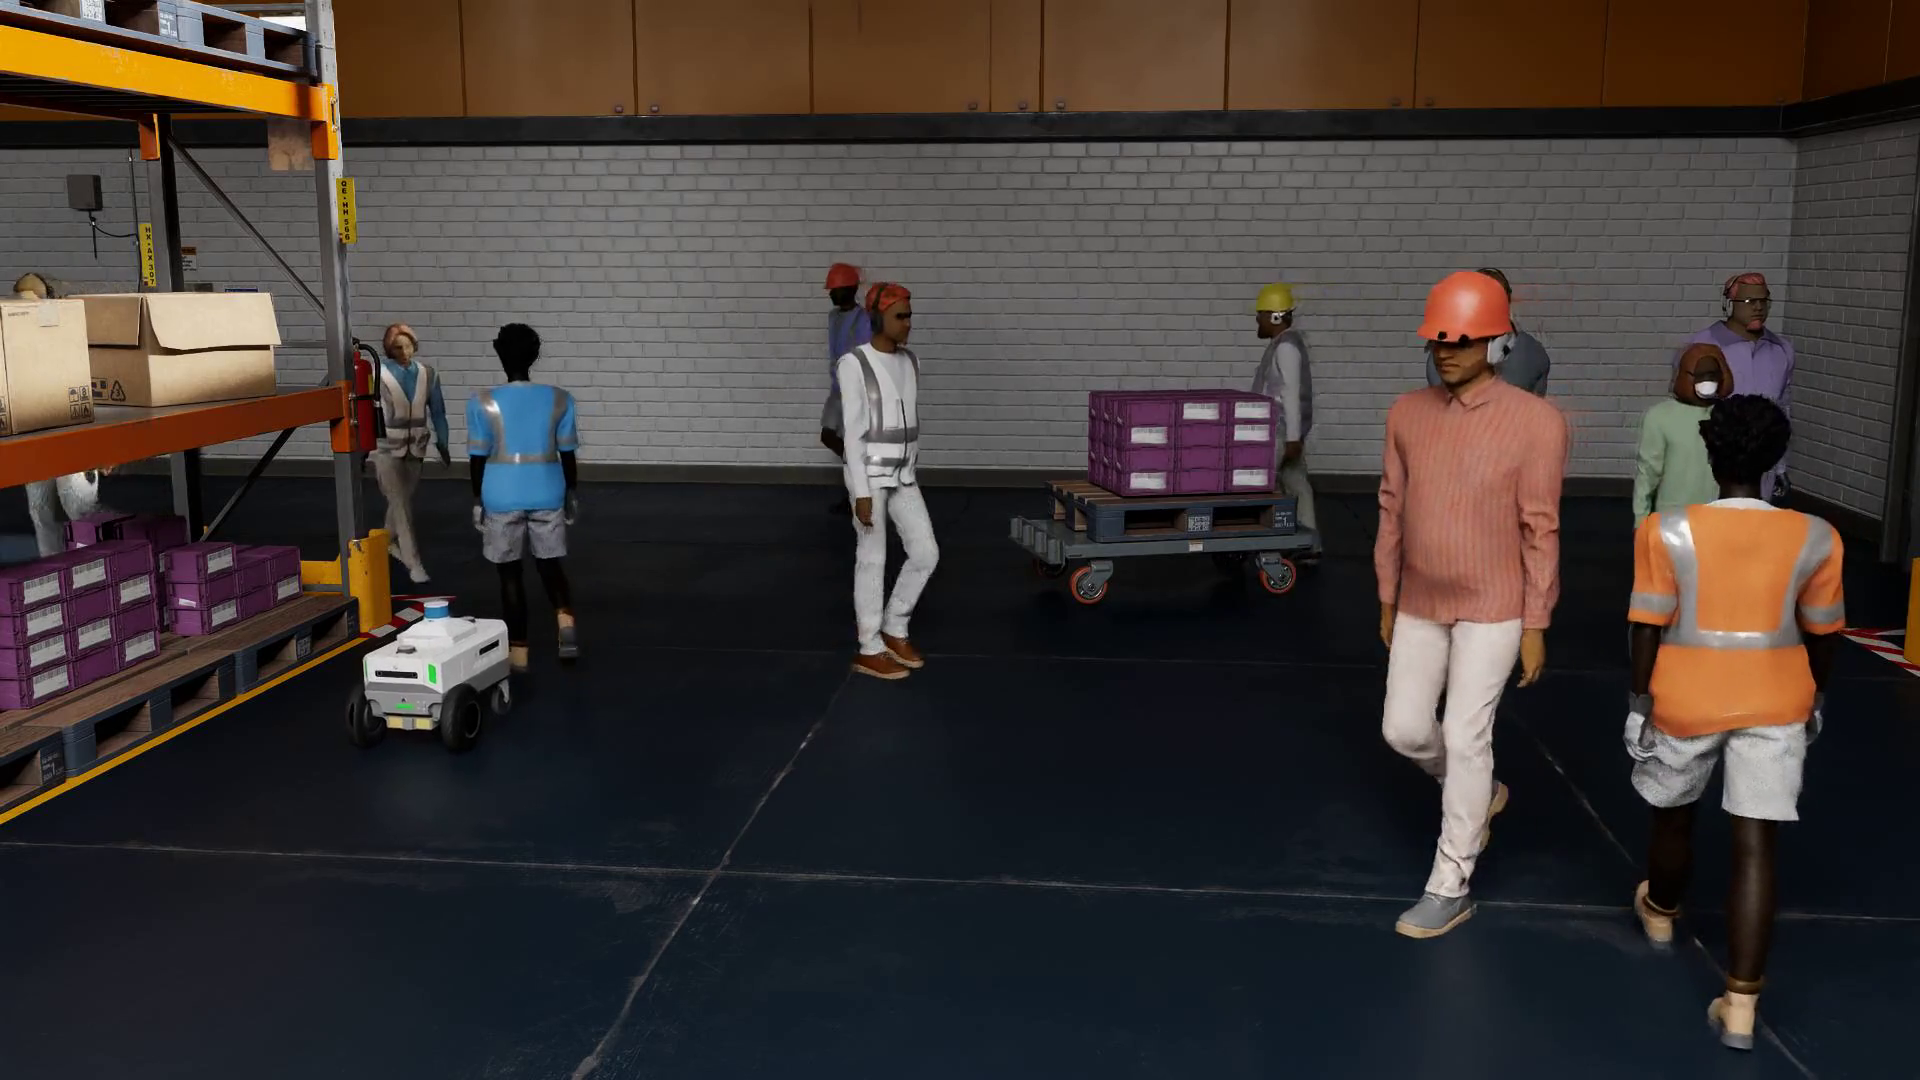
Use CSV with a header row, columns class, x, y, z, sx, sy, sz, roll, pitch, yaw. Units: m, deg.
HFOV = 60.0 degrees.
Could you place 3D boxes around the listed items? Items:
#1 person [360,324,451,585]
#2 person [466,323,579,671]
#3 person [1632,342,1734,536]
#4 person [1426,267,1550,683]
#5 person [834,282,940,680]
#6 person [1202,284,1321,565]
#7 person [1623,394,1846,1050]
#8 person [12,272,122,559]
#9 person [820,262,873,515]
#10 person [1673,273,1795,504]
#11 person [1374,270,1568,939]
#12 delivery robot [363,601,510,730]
class,x,y,z,sx,sy,sz,roll,pitch,yaw
person,-3.486,-0.560,10.344,0.915,1.581,0.547,9,13,42
person,-2.044,-0.178,7.870,0.536,1.681,0.492,-6,12,-31
person,3.316,-0.084,7.564,0.520,1.604,0.420,-1,10,-4
person,2.415,-0.290,7.764,0.631,1.940,0.372,-4,11,-20
person,-0.344,-0.264,7.810,0.420,1.871,0.590,8,13,39
person,1.943,-0.723,10.635,0.855,1.795,0.618,2,10,12
person,2.040,0.433,4.439,0.545,1.643,0.890,2,10,14
person,-4.950,-0.555,9.395,0.629,1.912,0.765,5,11,28
person,-0.833,-1.151,12.715,0.475,1.923,0.556,-7,12,-36
person,3.910,-0.385,8.399,0.643,1.909,0.410,-2,10,-10
person,1.540,0.180,5.017,0.631,1.967,0.627,-9,13,-40
delivery robot,-2.168,0.498,6.925,0.477,0.478,0.707,2,11,10
